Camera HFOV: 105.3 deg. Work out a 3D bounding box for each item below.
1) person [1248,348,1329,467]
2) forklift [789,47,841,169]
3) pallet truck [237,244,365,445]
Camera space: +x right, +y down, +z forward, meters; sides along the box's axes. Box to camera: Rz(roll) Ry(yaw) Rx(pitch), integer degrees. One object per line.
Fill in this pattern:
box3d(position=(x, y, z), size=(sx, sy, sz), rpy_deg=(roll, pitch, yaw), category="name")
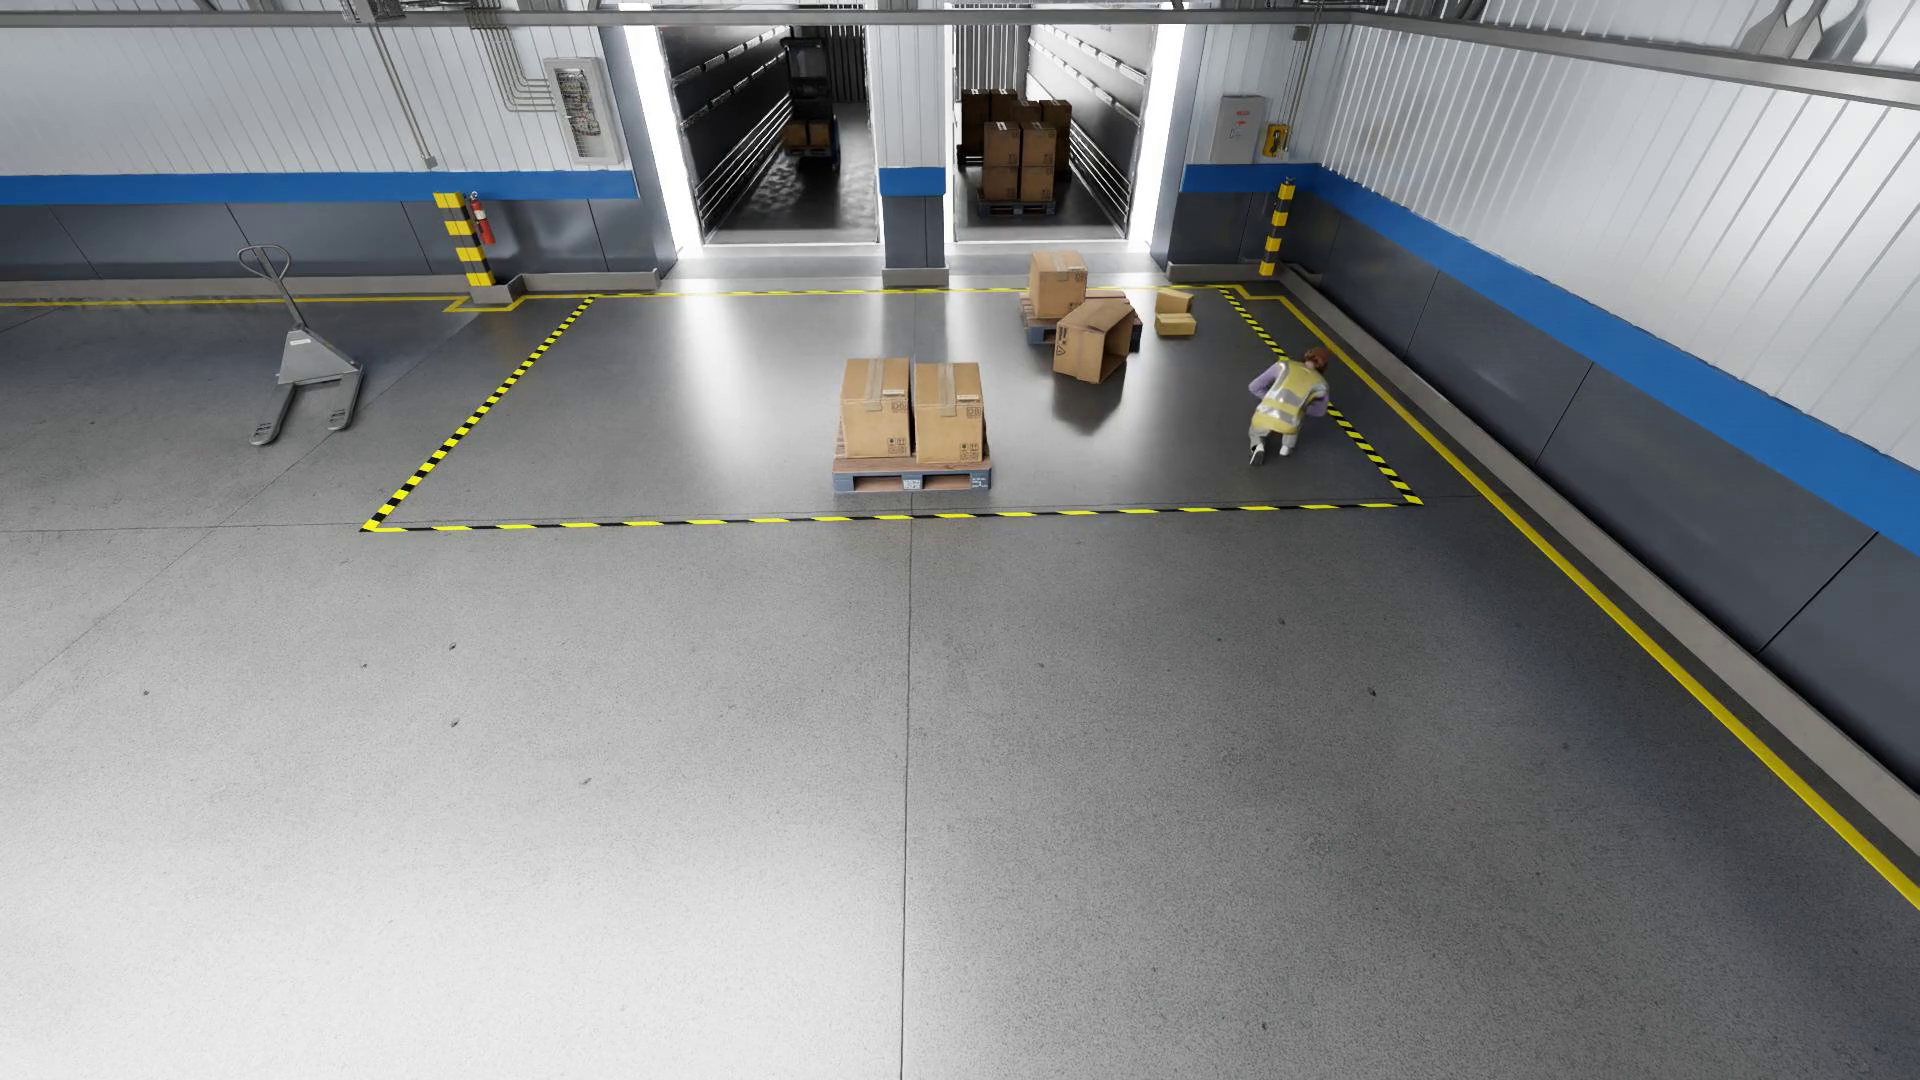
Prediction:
box3d(position=(2.600, -1.069, 5.919), size=(0.633, 0.826, 0.888), rpy_deg=(21, 43, 24), category="person")
box3d(position=(-2.795, -8.429, 14.161), size=(0.716, 2.013, 0.776), rpy_deg=(-1, 38, -2), category="forklift")
box3d(position=(-5.915, -1.733, 6.366), size=(0.680, 1.201, 1.601), rpy_deg=(-18, 42, -21), category="pallet truck")
